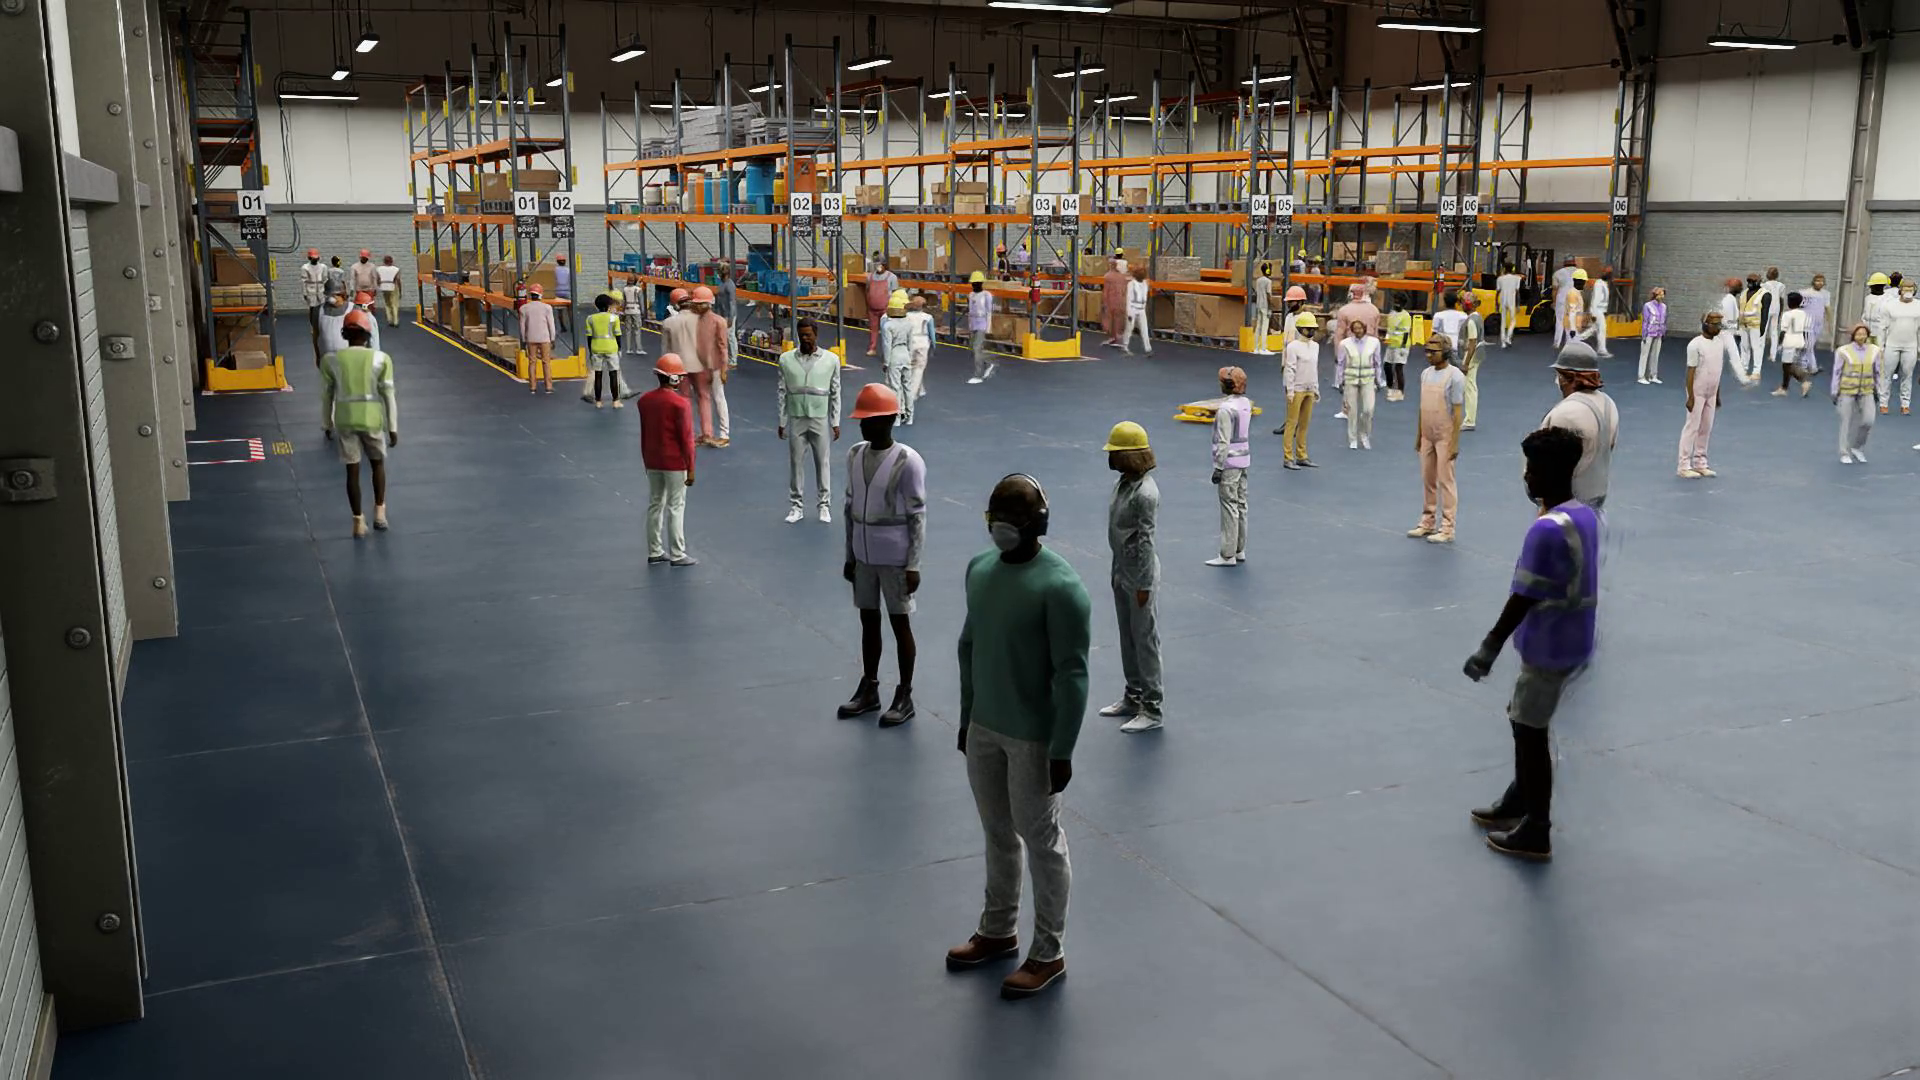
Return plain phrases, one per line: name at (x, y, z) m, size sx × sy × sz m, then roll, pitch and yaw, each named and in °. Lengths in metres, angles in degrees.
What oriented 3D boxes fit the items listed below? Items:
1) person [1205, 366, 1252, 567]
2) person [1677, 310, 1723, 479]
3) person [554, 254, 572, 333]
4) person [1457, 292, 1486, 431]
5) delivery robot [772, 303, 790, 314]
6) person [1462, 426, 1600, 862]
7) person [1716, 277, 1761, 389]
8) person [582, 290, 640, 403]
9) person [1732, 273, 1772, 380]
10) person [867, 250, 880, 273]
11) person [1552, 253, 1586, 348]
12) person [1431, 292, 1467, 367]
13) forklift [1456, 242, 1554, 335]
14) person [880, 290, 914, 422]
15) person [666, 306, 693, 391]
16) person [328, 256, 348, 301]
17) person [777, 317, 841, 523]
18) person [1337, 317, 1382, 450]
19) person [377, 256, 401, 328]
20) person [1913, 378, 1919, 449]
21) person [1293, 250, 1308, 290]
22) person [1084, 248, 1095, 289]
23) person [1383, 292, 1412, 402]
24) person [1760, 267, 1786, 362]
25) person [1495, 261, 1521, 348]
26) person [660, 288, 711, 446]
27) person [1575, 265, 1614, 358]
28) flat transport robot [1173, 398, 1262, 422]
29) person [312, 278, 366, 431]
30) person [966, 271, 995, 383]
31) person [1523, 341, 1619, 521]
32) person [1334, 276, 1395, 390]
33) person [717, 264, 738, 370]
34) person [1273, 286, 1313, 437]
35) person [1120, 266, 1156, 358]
person at (2.218, -0.600, 13.605) m, size 0.307 × 1.641 × 0.514 m, roll 6°, pitch 13°, yaw 30°
person at (8.081, -1.579, 18.091) m, size 0.501 × 1.839 × 0.342 m, roll -7°, pitch 13°, yaw -30°
person at (-9.571, -5.933, 40.094) m, size 0.566 × 1.881 × 0.638 m, roll -4°, pitch 12°, yaw -21°
person at (6.762, -2.357, 22.028) m, size 0.388 × 1.837 × 0.563 m, roll 4°, pitch 12°, yaw 21°
delivery robot at (-4.923, -6.466, 45.943) m, size 0.477 × 0.478 × 0.707 m, roll 3°, pitch 12°, yaw 17°
person at (2.541, 0.459, 7.429) m, size 0.536 × 1.949 × 0.631 m, roll 7°, pitch 13°, yaw 32°
person at (12.642, -3.392, 27.332) m, size 1.030 × 1.824 × 0.597 m, roll 5°, pitch 12°, yaw 26°
person at (-5.375, -2.959, 25.457) m, size 0.970 × 1.695 × 0.579 m, roll -5°, pitch 12°, yaw -24°
person at (13.751, -3.710, 28.916) m, size 0.429 × 1.838 × 0.623 m, roll -5°, pitch 12°, yaw -22°
person at (-2.372, -7.111, 46.157) m, size 0.550 × 1.849 × 0.406 m, roll 1°, pitch 11°, yaw 3°
person at (12.993, -5.129, 35.596) m, size 0.681 × 2.000 × 0.538 m, roll 2°, pitch 11°, yaw 8°
person at (7.586, -3.011, 25.827) m, size 0.551 × 1.652 × 0.879 m, roll 2°, pitch 11°, yaw 9°
forklift at (13.047, -6.049, 39.881) m, size 2.313 × 2.155 × 1.214 m, roll -5°, pitch 12°, yaw -23°
person at (-0.853, -2.538, 22.976) m, size 0.403 × 1.826 × 0.591 m, roll 8°, pitch 14°, yaw 36°
person at (-4.569, -3.260, 27.121) m, size 0.306 × 1.641 × 0.512 m, roll 10°, pitch 15°, yaw 42°
person at (-14.888, -5.856, 39.765) m, size 0.516 × 1.861 × 0.320 m, roll 3°, pitch 12°, yaw 15°
person at (-1.410, -1.119, 15.531) m, size 0.597 × 1.918 × 0.383 m, roll 0°, pitch 11°, yaw 2°
person at (4.852, -1.897, 20.225) m, size 0.535 × 1.617 × 0.523 m, roll 2°, pitch 11°, yaw 10°
person at (-14.401, -6.255, 41.954) m, size 0.581 × 1.794 × 0.595 m, roll -1°, pitch 11°, yaw -5°
person at (11.909, -2.015, 20.112) m, size 0.397 × 1.911 × 0.588 m, roll -4°, pitch 12°, yaw -21°
person at (9.758, -7.393, 47.676) m, size 0.405 × 1.824 × 0.585 m, roll -3°, pitch 11°, yaw -14°
person at (3.669, -7.274, 46.846) m, size 0.397 × 1.910 × 0.585 m, roll -5°, pitch 12°, yaw -22°
person at (6.691, -2.968, 25.554) m, size 0.389 × 1.673 × 0.566 m, roll -4°, pitch 12°, yaw -20°
person at (15.707, -4.368, 32.268) m, size 0.501 × 1.838 × 0.340 m, roll 0°, pitch 11°, yaw 2°
person at (11.767, -5.053, 35.680) m, size 0.562 × 1.854 × 0.450 m, roll 7°, pitch 13°, yaw 30°
person at (-3.380, -2.126, 20.570) m, size 0.644 × 1.944 × 0.585 m, roll -1°, pitch 11°, yaw -6°
person at (12.676, -4.572, 33.248) m, size 0.803 × 1.856 × 0.631 m, roll 6°, pitch 13°, yaw 28°
flat transport robot at (3.621, -1.823, 23.305) m, size 0.652 × 0.197 × 1.431 m, roll 8°, pitch 14°, yaw 35°
person at (-8.231, -2.464, 22.052) m, size 0.681 × 2.000 × 0.536 m, roll -1°, pitch 11°, yaw -6°
person at (0.356, -3.616, 28.259) m, size 0.571 × 1.911 × 0.586 m, roll -8°, pitch 14°, yaw -37°
person at (4.024, -0.308, 11.098) m, size 0.675 × 2.000 × 0.536 m, roll -11°, pitch 15°, yaw -43°
person at (6.591, -3.351, 27.047) m, size 0.980 × 1.848 × 0.665 m, roll 2°, pitch 11°, yaw 8°
person at (-4.281, -4.088, 30.577) m, size 0.376 × 1.936 × 0.627 m, roll -4°, pitch 12°, yaw -21°
person at (4.314, -2.299, 21.477) m, size 0.358 × 1.937 × 0.548 m, roll -5°, pitch 12°, yaw -24°
person at (3.551, -4.549, 33.209) m, size 0.581 × 1.817 × 1.050 m, roll -7°, pitch 13°, yaw -32°
